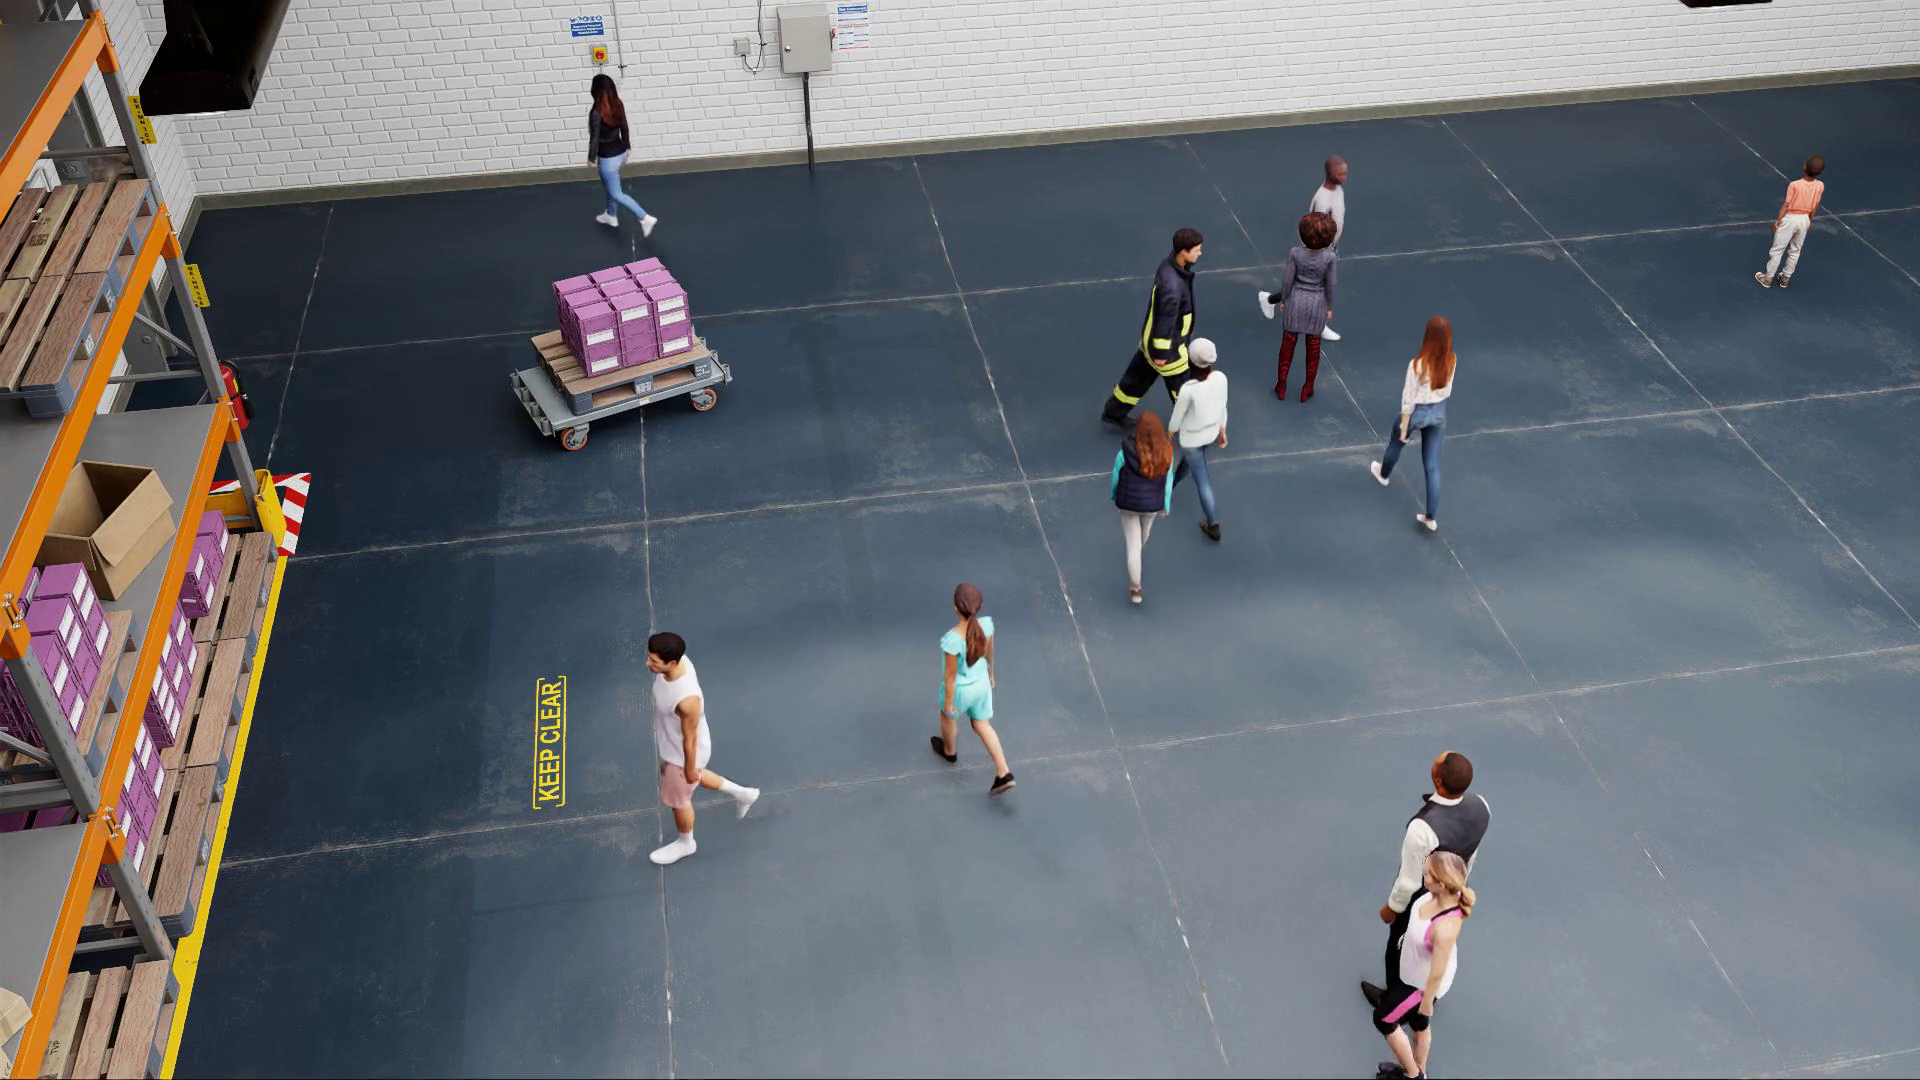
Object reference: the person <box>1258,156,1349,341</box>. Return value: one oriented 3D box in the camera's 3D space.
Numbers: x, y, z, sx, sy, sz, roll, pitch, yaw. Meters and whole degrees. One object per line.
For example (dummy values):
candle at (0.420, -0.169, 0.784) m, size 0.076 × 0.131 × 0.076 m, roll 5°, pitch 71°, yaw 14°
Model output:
person at (3.047, -2.539, 14.463) m, size 1.048 × 1.753 × 1.035 m, roll 17°, pitch 42°, yaw 21°

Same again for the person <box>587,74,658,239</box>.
person at (-3.293, -3.653, 15.977) m, size 1.058 × 1.605 × 1.087 m, roll 16°, pitch 41°, yaw 19°

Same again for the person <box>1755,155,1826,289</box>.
person at (7.690, -2.935, 15.314) m, size 0.520 × 1.311 × 0.527 m, roll 2°, pitch 39°, yaw 2°

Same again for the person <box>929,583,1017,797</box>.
person at (0.096, 0.944, 10.277) m, size 0.851 × 1.535 × 1.084 m, roll -26°, pitch 45°, yaw -29°

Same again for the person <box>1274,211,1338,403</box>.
person at (2.852, -1.913, 13.714) m, size 0.663 × 1.710 × 0.650 m, roll 9°, pitch 40°, yaw 11°

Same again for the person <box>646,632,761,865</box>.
person at (-1.560, 1.181, 9.791) m, size 0.791 × 1.771 × 0.934 m, roll -13°, pitch 40°, yaw -15°

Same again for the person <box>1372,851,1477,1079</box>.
person at (2.468, 2.246, 8.461) m, size 0.779 × 1.768 × 0.690 m, roll 13°, pitch 41°, yaw 16°

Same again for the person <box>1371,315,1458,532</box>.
person at (3.500, -0.853, 12.408) m, size 0.573 × 1.684 × 1.124 m, roll -6°, pitch 39°, yaw -8°

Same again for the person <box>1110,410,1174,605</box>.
person at (1.279, -0.225, 11.799) m, size 0.650 × 1.462 × 0.991 m, roll -2°, pitch 39°, yaw -2°

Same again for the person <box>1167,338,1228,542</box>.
person at (1.812, -0.707, 12.287) m, size 0.869 × 1.607 × 1.166 m, roll -20°, pitch 43°, yaw -23°

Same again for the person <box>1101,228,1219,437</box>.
person at (1.536, -1.615, 13.214) m, size 1.101 × 1.870 × 1.290 m, roll 6°, pitch 39°, yaw 7°

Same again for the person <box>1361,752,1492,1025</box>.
person at (2.489, 1.854, 8.831) m, size 0.766 × 1.917 × 0.701 m, roll -19°, pitch 42°, yaw -22°
